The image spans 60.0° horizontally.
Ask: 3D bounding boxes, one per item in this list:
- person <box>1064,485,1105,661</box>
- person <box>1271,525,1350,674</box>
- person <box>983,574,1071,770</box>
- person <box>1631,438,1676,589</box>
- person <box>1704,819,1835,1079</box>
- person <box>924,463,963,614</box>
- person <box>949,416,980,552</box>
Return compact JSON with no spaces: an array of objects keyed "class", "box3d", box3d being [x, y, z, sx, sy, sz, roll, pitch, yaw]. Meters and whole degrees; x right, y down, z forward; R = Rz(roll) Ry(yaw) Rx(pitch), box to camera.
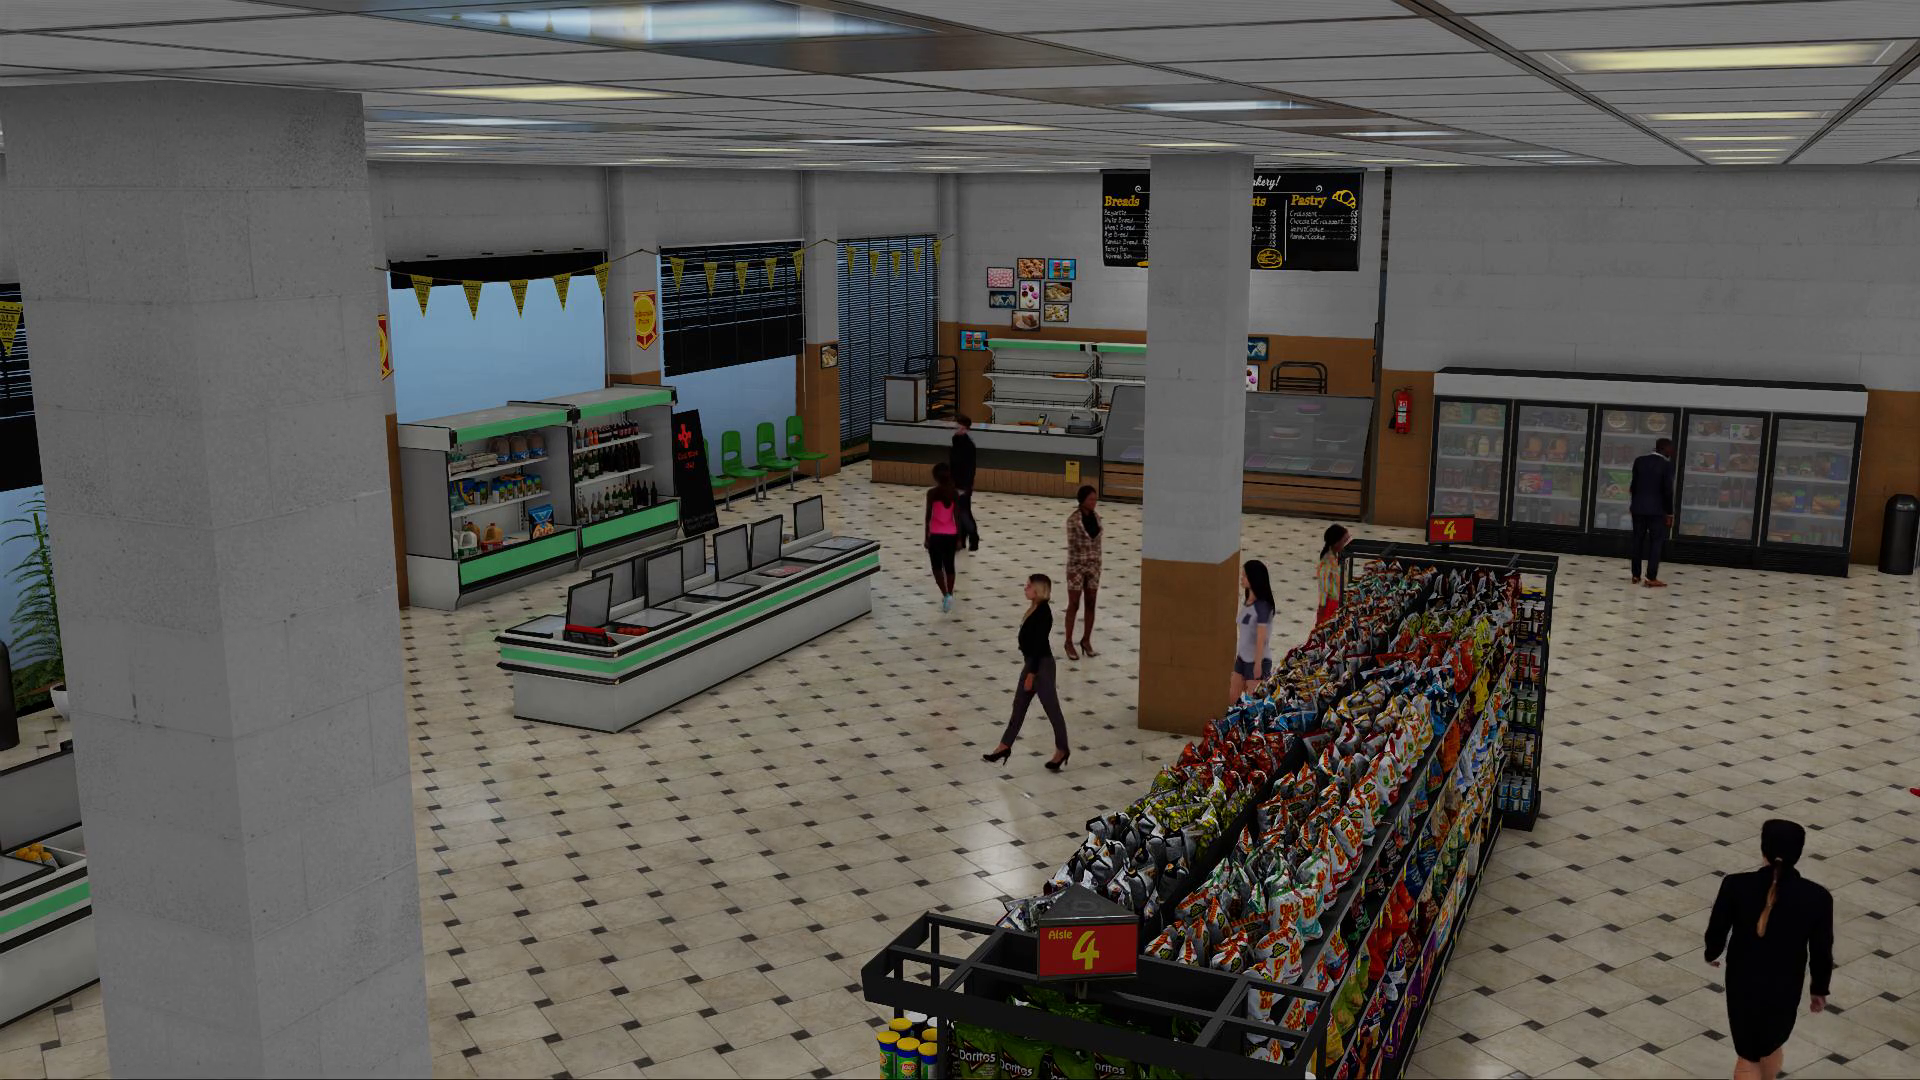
[{"class":"person","box3d":[1.243,0.322,16.873,0.647,1.789,0.734,-7,14,-30]},{"class":"person","box3d":[3.254,0.734,14.972,0.684,1.766,1.039,7,14,29]},{"class":"person","box3d":[0.742,1.098,13.540,0.983,1.644,0.991,-2,12,-9]},{"class":"person","box3d":[8.300,-0.353,20.026,0.816,1.812,0.805,11,16,43]},{"class":"person","box3d":[3.944,2.231,8.148,0.766,1.649,0.922,4,13,18]},{"class":"person","box3d":[-0.189,-0.001,18.598,0.968,1.710,1.063,-3,12,-12]},{"class":"person","box3d":[0.027,-0.772,22.020,0.968,1.809,0.861,0,12,0]}]
